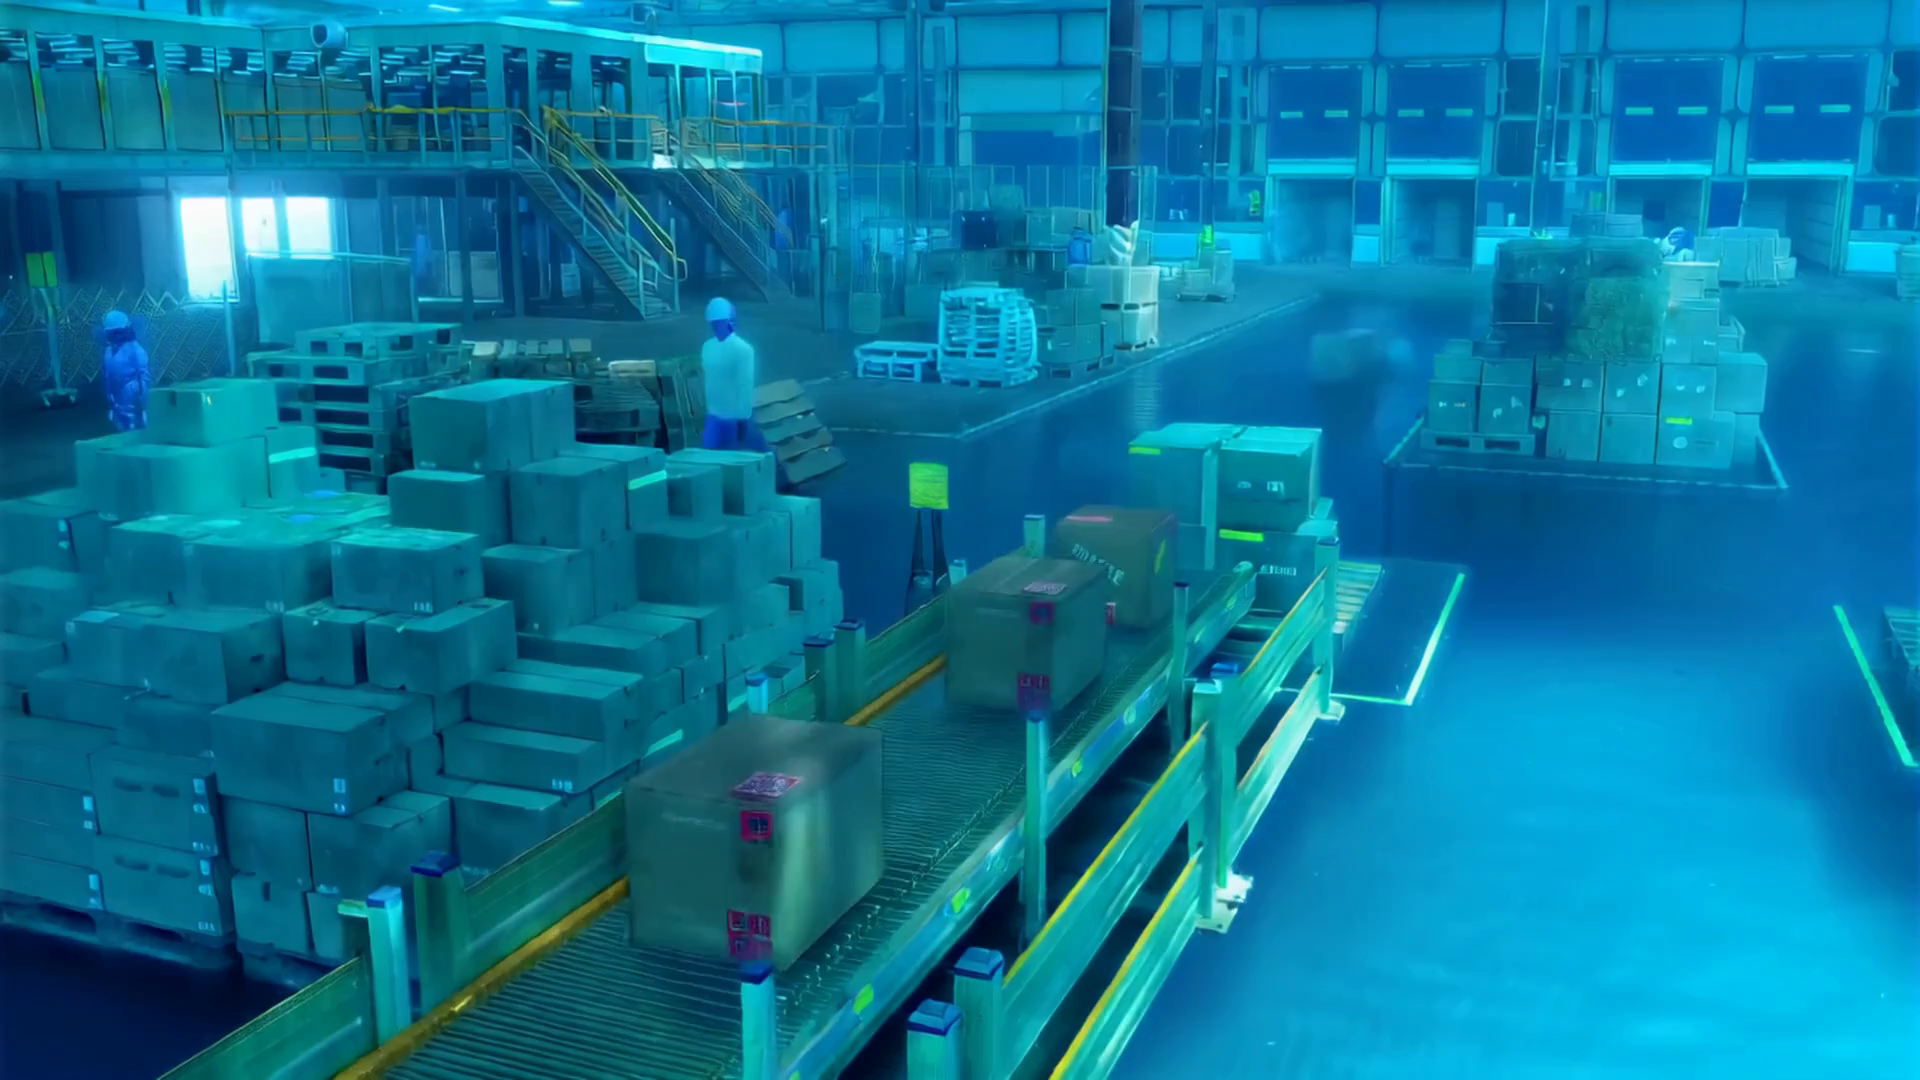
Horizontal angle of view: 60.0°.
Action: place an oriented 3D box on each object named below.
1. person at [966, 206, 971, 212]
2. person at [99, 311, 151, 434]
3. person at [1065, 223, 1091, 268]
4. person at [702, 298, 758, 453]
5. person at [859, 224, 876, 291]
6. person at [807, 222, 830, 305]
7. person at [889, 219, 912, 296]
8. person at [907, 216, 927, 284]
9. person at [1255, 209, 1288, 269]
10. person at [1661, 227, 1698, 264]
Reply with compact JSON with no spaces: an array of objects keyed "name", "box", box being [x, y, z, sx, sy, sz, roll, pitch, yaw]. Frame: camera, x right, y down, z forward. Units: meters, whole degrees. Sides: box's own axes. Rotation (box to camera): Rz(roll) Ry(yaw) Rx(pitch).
[{"name":"person","box":[0.246,-10.093,54.833,0.517,1.825,0.637,7,15,30]},{"name":"person","box":[-7.637,-1.226,15.261,0.488,1.740,0.318,5,13,21]},{"name":"person","box":[2.367,-5.432,33.685,0.547,1.938,0.379,-2,13,-9]},{"name":"person","box":[-1.998,-1.074,14.129,0.644,1.937,1.011,9,16,36]},{"name":"person","box":[-1.879,-5.461,33.883,0.397,1.911,0.587,1,13,2]},{"name":"person","box":[-3.170,-6.192,37.305,0.507,1.846,0.345,4,13,18]},{"name":"person","box":[-1.464,-6.812,40.125,0.604,1.842,0.893,4,13,17]},{"name":"person","box":[-1.073,-7.093,41.285,0.608,1.865,0.427,3,13,14]},{"name":"person","box":[9.628,-9.223,50.959,0.963,1.828,0.521,4,13,16]},{"name":"person","box":[12.290,-4.374,28.705,0.535,2.000,0.684,-6,14,-26]}]
